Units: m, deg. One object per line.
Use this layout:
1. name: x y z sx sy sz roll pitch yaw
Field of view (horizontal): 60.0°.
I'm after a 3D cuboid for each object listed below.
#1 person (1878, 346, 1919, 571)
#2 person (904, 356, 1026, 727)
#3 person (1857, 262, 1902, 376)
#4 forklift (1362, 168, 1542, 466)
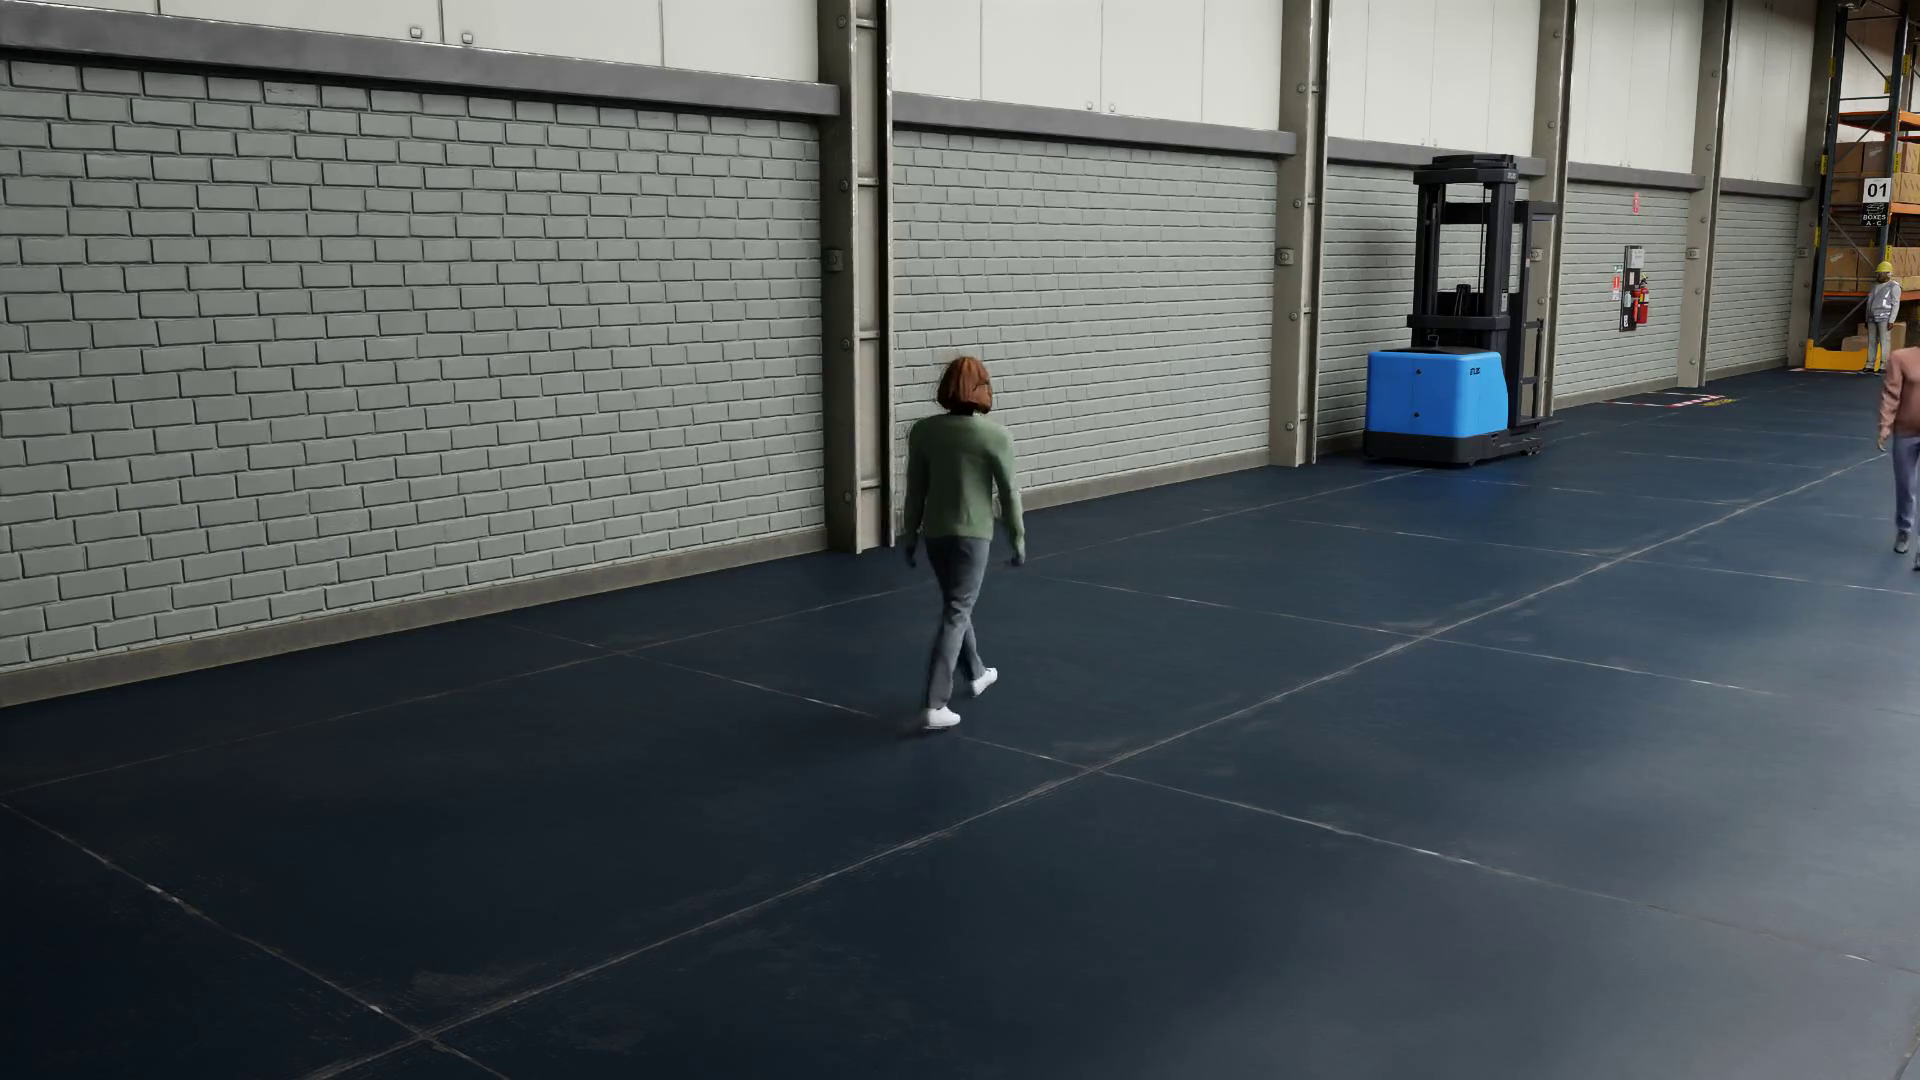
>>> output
1. person: 6.366 -0.718 10.971 0.519 1.731 0.903 7 12 34
2. person: 0.016 -0.011 7.322 0.517 1.581 0.870 6 11 29
3. person: 14.935 -3.592 27.013 0.404 1.830 0.595 -3 10 -16
4. forklift: 4.875 -2.212 16.287 1.129 2.768 1.873 8 13 40
